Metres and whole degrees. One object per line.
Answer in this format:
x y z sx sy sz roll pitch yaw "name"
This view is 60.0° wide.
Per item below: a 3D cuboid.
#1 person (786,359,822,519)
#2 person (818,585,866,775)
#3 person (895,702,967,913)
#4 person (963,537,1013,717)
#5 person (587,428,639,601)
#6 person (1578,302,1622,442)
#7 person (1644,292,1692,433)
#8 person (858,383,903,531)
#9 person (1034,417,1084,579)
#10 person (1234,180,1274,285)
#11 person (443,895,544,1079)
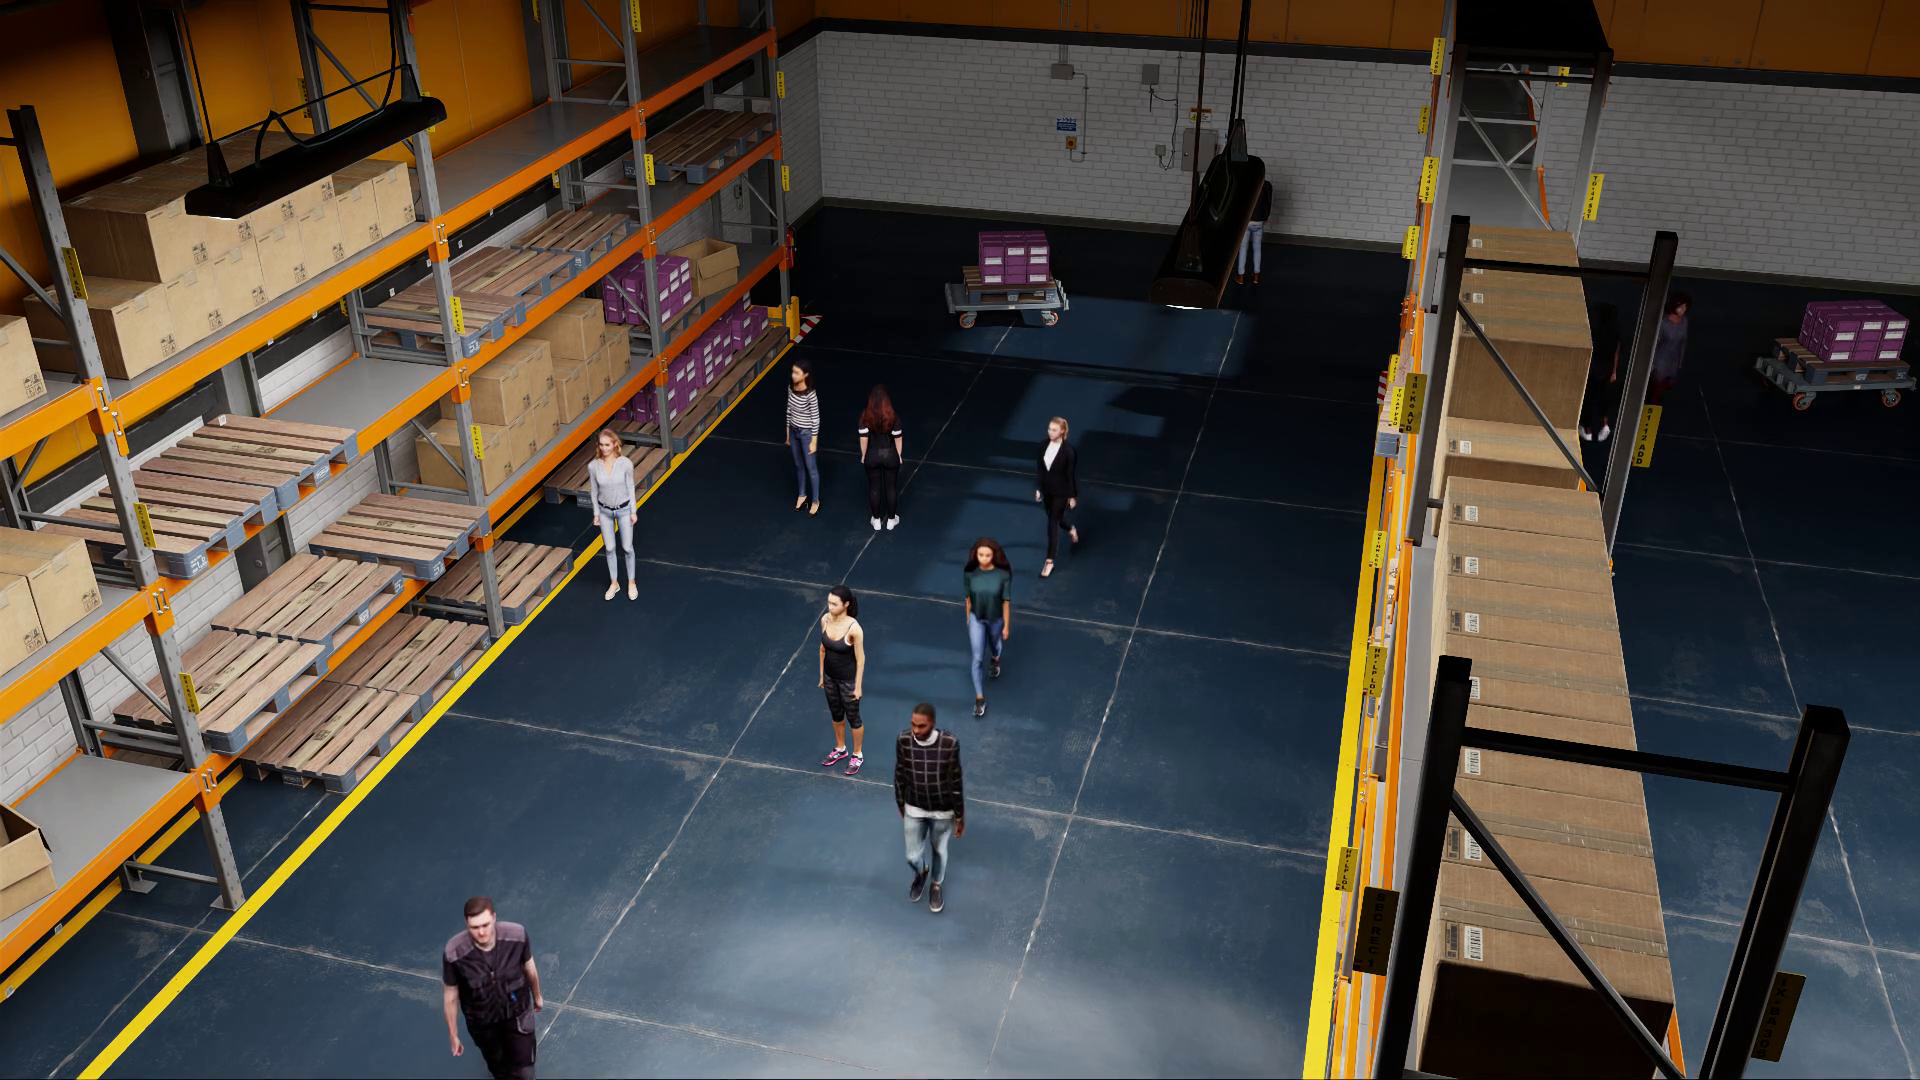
-1.659 -1.088 17.688 0.643 1.796 0.630 24 37 37 "person"
-0.957 1.133 13.686 0.641 1.729 0.638 18 33 29 "person"
-0.208 1.894 12.216 0.743 1.802 0.734 1 29 2 "person"
0.262 0.667 14.703 0.696 1.573 1.154 3 29 6 "person"
-3.353 -0.259 16.169 0.643 1.796 0.603 -1 29 -1 "person"
7.423 -1.901 19.258 0.824 1.720 0.930 -4 29 -6 "person"
8.316 -2.153 19.748 0.804 1.693 0.978 -5 29 -8 "person"
-0.827 -0.877 17.466 0.664 1.638 0.657 0 29 1 "person"
1.014 -0.476 16.686 0.902 1.682 1.135 21 35 34 "person"
4.245 -4.618 24.120 0.722 1.835 0.673 -2 29 -4 "person"
-2.896 2.903 10.368 1.146 1.798 1.312 -9 30 -16 "person"
